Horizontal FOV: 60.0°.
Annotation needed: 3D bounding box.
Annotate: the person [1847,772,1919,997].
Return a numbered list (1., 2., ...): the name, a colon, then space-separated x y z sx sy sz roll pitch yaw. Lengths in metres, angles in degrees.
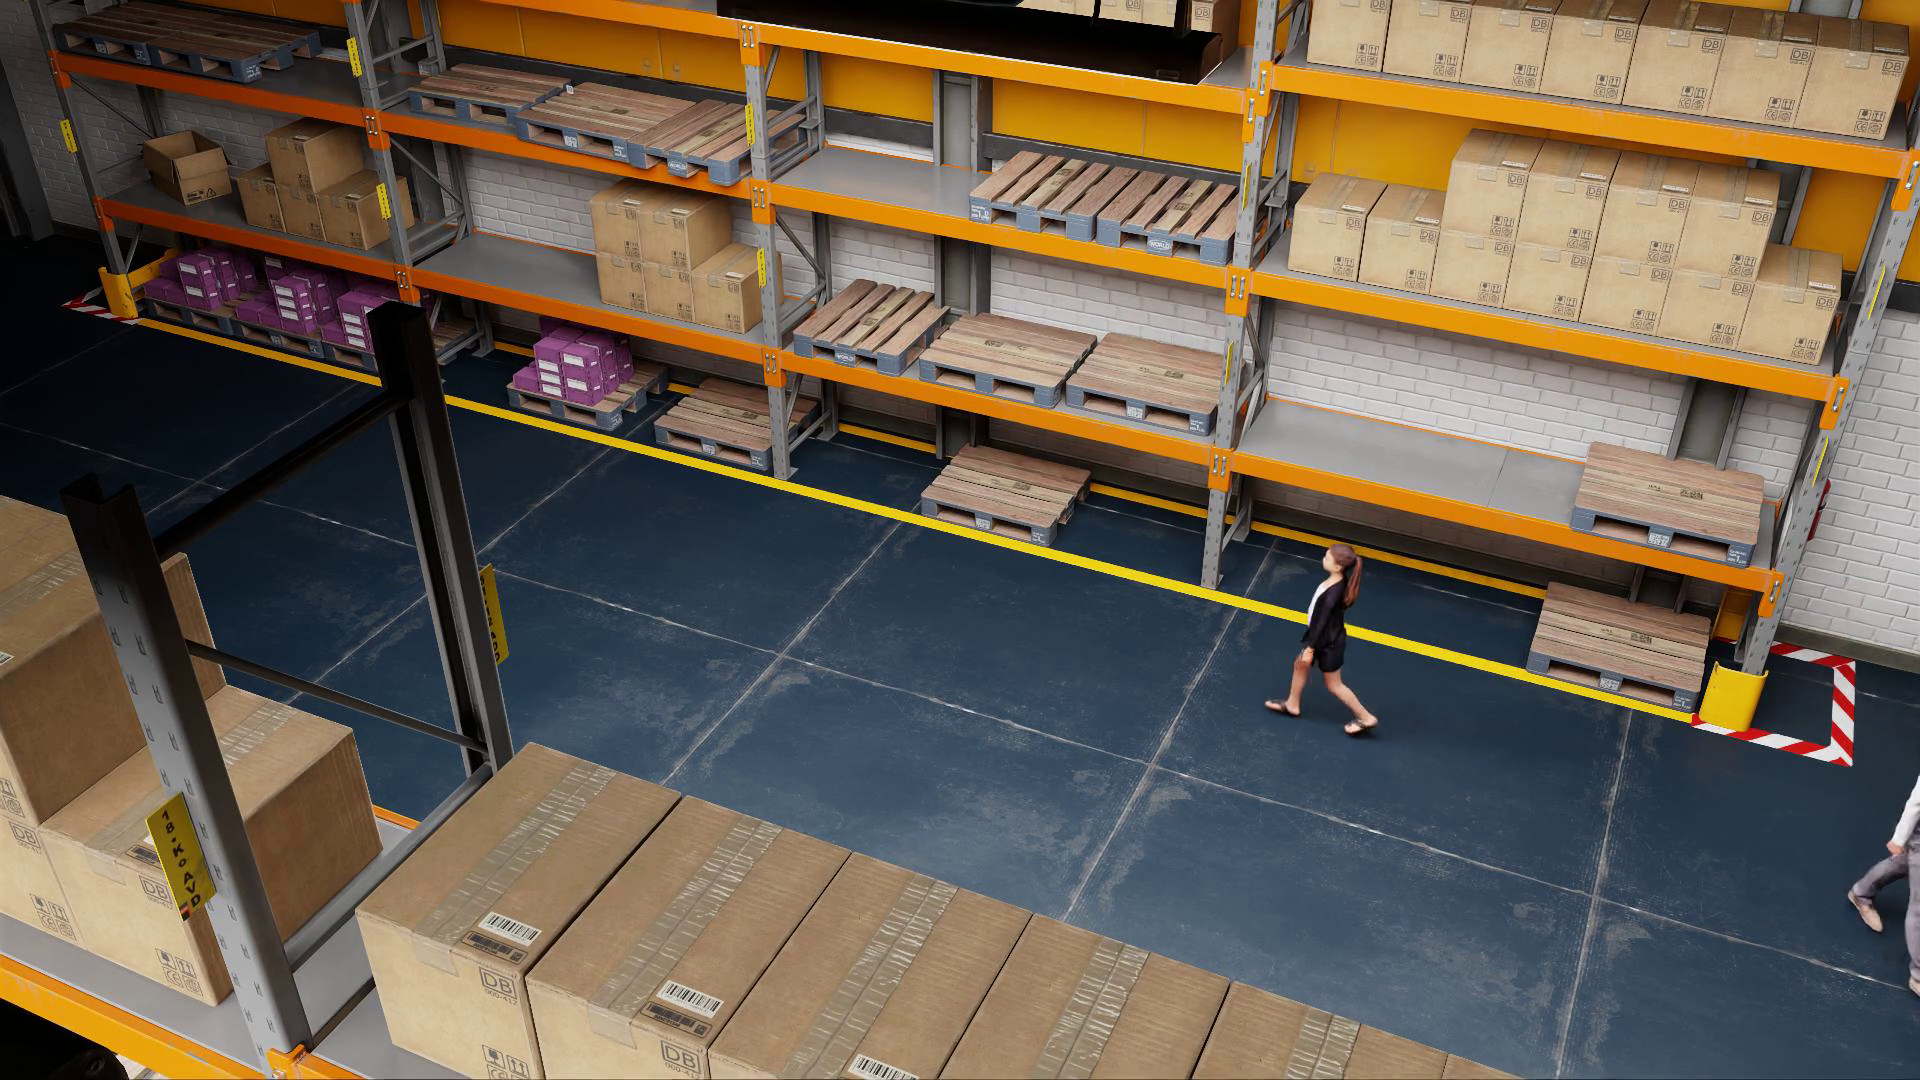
1. person: 5.710 1.699 9.821 1.228 1.888 1.224 -8 34 -12

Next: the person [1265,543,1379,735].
1. person: 2.644 0.718 11.619 1.053 1.533 0.623 10 35 14
